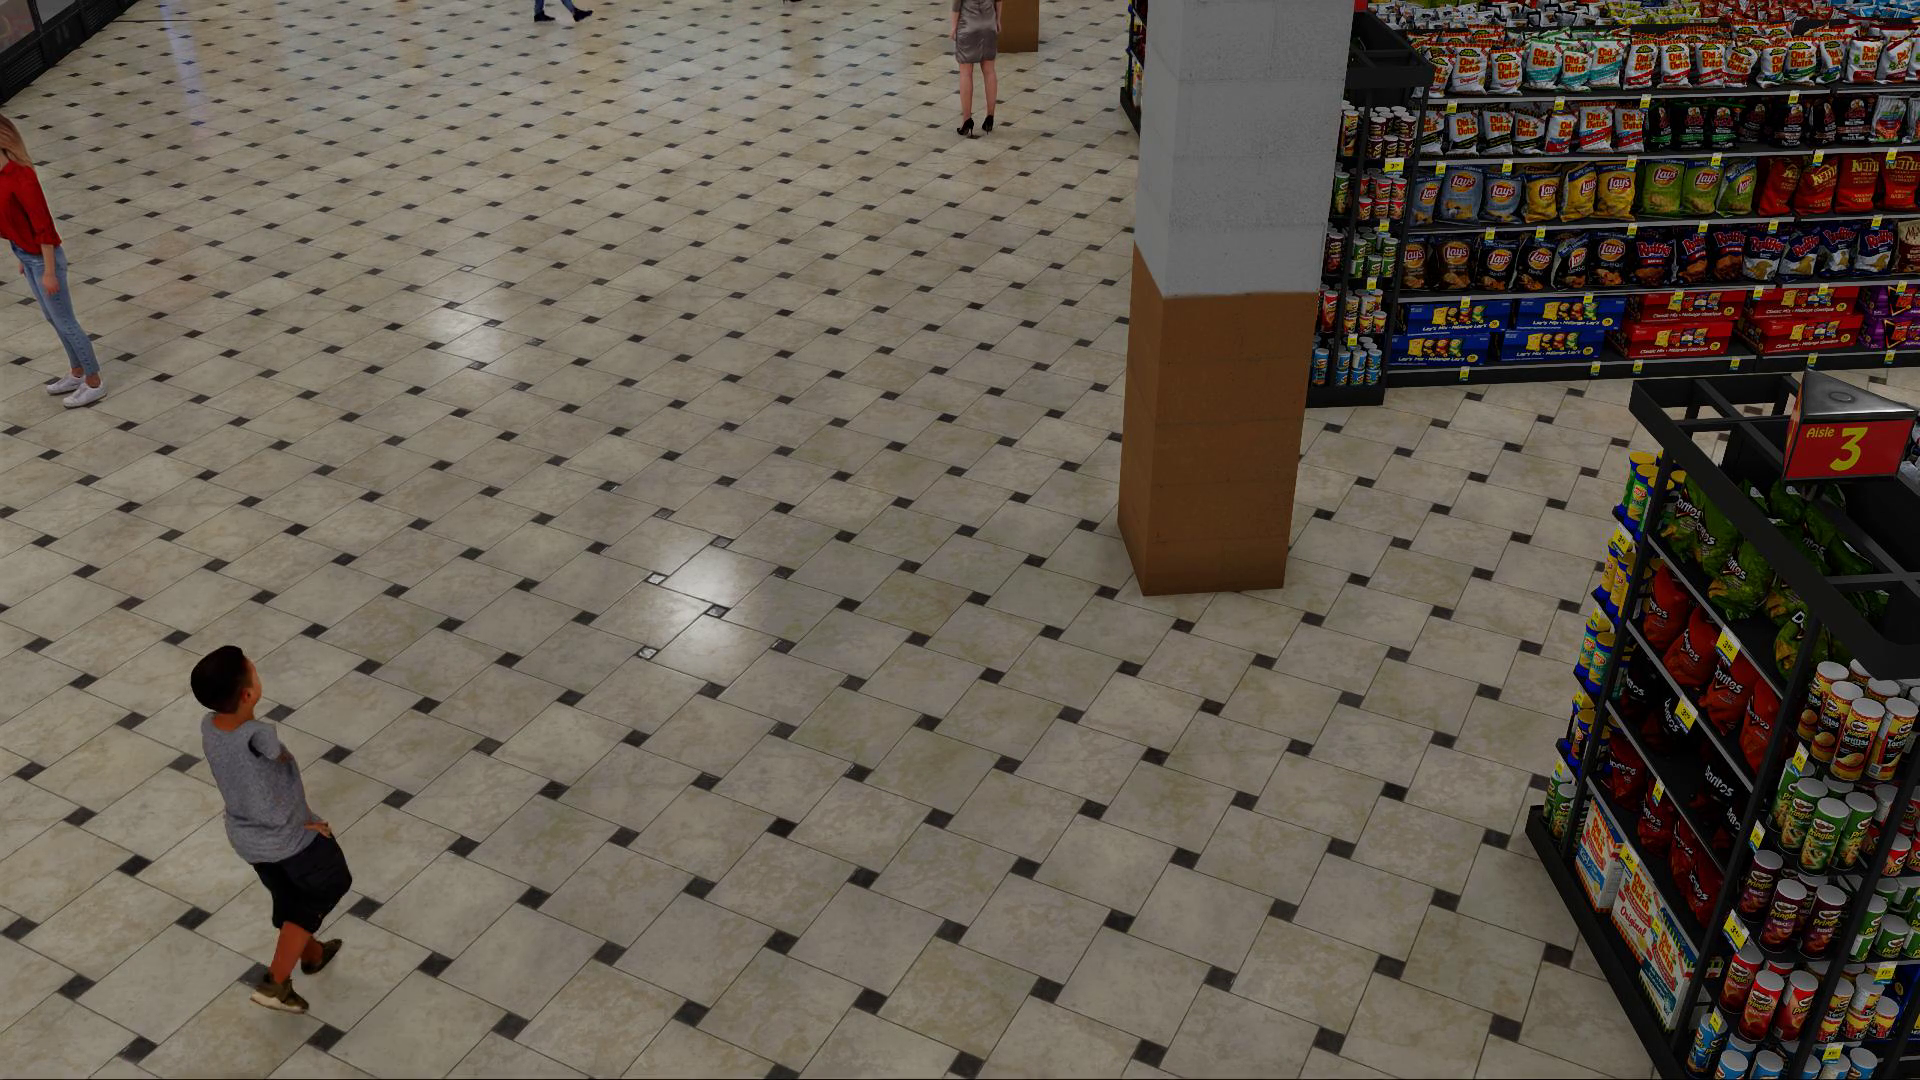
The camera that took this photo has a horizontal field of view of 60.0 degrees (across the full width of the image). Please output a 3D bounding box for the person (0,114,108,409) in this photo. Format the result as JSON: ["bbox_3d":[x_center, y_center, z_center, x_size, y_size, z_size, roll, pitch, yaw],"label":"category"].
[{"bbox_3d":[-5.195,-1.575,9.395,0.716,1.703,0.683,-27,41,-36],"label":"person"}]

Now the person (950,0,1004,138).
[{"bbox_3d":[0.135,-4.157,13.504,0.543,1.746,0.704,-12,34,-18],"label":"person"}]

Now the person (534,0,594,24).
[{"bbox_3d":[-4.158,-5.725,16.515,0.821,1.228,0.521,-4,32,-6],"label":"person"}]

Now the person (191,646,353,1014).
[{"bbox_3d":[-2.340,0.960,5.560,0.800,1.450,0.799,9,33,15],"label":"person"}]
